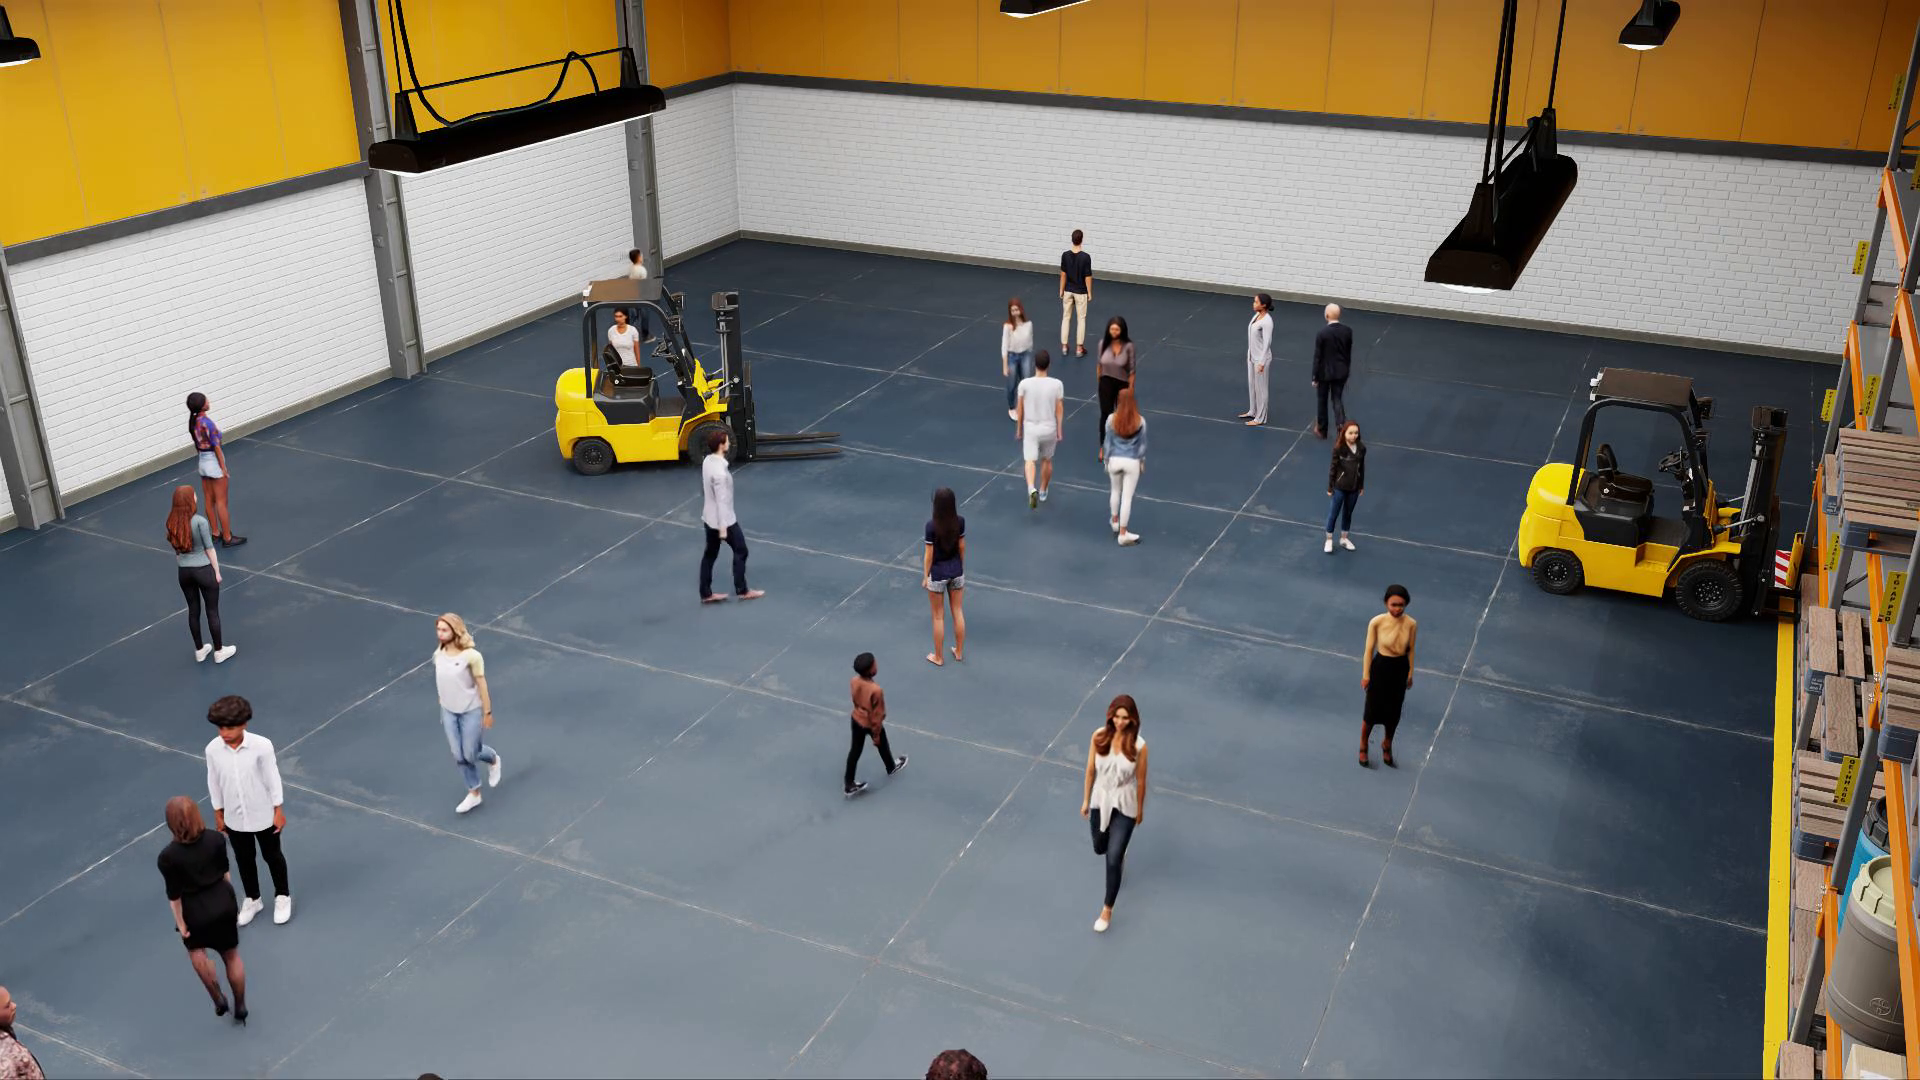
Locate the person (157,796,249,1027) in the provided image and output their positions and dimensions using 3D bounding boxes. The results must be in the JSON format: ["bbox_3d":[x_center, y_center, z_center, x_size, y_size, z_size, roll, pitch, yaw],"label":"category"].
[{"bbox_3d":[-4.812,2.447,10.726,0.681,1.690,0.760,-17,29,-34],"label":"person"}]

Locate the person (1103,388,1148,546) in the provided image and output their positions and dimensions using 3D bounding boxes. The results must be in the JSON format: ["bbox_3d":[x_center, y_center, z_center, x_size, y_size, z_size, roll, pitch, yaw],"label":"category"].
[{"bbox_3d":[1.787,-0.783,18.139,0.663,1.670,0.840,10,25,21],"label":"person"}]

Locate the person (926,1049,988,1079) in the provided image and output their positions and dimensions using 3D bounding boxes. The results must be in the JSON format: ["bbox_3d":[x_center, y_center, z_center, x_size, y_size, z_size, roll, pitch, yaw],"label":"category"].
[{"bbox_3d":[-0.029,3.427,8.392,0.800,1.764,0.924,-2,24,-5],"label":"person"}]

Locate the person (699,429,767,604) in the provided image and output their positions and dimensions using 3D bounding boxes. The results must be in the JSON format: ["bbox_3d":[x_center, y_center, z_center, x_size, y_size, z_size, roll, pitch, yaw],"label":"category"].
[{"bbox_3d":[-2.483,-0.198,16.605,1.050,1.828,0.974,-11,26,-24],"label":"person"}]

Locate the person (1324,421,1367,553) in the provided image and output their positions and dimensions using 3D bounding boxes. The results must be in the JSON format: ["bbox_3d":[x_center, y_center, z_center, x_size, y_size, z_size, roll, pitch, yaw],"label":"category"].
[{"bbox_3d":[4.158,-0.593,17.938,0.636,1.483,0.672,-5,24,-12],"label":"person"}]

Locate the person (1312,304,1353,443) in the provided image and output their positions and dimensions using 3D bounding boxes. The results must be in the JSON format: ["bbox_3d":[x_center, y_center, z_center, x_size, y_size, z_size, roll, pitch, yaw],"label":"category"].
[{"bbox_3d":[4.706,-2.063,20.927,0.993,1.782,1.109,-3,24,-7],"label":"person"}]

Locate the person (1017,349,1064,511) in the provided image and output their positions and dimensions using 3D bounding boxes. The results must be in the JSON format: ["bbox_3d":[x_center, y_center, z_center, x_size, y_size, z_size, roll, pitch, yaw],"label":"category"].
[{"bbox_3d":[0.909,-1.234,18.962,0.940,1.837,1.174,1,24,3],"label":"person"}]

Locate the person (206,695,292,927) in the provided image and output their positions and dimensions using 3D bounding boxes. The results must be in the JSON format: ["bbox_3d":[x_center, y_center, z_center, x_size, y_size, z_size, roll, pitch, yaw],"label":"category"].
[{"bbox_3d":[-5.044,1.907,11.815,0.714,1.807,0.711,-2,24,-4],"label":"person"}]

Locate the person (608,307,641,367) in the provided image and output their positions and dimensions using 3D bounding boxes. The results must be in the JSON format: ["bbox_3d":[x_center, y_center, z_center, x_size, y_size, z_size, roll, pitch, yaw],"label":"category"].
[{"bbox_3d":[-4.317,-2.242,21.509,0.611,1.643,0.587,3,24,8],"label":"person"}]

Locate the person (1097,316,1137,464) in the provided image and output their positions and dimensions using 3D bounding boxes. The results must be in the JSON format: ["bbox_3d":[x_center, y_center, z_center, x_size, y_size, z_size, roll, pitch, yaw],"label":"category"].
[{"bbox_3d":[1.934,-1.899,20.540,0.817,1.792,1.175,6,24,13],"label":"person"}]

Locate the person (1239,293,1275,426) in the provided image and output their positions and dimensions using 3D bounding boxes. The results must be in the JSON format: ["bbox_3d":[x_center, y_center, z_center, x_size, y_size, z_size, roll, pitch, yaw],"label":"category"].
[{"bbox_3d":[3.910,-2.377,21.702,0.776,1.736,0.676,-5,24,-10],"label":"person"}]

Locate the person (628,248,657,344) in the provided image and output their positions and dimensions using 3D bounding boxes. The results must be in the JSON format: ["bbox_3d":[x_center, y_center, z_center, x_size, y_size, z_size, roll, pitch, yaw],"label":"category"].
[{"bbox_3d":[-4.864,-3.625,24.910,0.647,1.453,0.863,16,28,32],"label":"person"}]

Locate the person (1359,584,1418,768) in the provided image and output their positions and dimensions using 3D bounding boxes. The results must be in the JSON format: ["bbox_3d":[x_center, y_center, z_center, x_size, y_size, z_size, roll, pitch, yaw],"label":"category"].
[{"bbox_3d":[3.547,1.129,13.784,0.667,1.654,0.680,-1,24,-2],"label":"person"}]

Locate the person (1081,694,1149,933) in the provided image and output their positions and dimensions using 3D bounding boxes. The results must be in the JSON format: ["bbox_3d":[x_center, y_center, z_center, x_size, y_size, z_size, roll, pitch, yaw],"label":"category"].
[{"bbox_3d":[1.118,1.880,11.932,0.578,1.763,0.999,10,26,22],"label":"person"}]

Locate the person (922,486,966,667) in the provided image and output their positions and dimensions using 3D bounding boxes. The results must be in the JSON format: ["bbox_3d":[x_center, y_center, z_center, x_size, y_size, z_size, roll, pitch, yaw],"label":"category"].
[{"bbox_3d":[-0.136,0.332,15.467,0.645,1.766,0.721,-11,26,-23],"label":"person"}]

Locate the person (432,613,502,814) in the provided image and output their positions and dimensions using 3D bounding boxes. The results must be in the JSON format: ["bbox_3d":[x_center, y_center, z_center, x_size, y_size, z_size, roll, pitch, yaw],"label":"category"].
[{"bbox_3d":[-3.899,1.337,13.239,0.648,1.710,0.778,9,25,19],"label":"person"}]

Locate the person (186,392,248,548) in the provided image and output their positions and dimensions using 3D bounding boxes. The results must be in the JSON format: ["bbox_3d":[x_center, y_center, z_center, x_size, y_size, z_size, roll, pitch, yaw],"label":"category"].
[{"bbox_3d":[-8.123,-0.779,18.040,0.624,1.741,0.574,16,28,33],"label":"person"}]

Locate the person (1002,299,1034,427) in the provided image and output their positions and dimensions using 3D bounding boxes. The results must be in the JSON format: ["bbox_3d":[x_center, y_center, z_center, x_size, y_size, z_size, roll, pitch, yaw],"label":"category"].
[{"bbox_3d":[0.746,-2.350,21.692,0.872,1.695,0.982,-7,25,-16],"label":"person"}]

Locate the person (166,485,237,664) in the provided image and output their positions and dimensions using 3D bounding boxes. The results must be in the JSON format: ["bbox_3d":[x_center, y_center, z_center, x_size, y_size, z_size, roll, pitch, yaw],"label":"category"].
[{"bbox_3d":[-7.121,0.319,15.530,0.615,1.740,0.602,4,24,10],"label":"person"}]

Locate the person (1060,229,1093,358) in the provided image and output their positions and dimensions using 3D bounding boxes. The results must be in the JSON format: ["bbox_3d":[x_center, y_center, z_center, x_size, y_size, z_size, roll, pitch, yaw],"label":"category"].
[{"bbox_3d":[1.698,-3.630,24.424,0.641,1.851,0.552,10,25,21],"label":"person"}]

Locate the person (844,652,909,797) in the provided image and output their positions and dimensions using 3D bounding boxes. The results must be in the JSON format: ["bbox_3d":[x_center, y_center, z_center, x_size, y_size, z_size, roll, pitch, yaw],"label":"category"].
[{"bbox_3d":[-0.803,1.509,13.458,0.714,1.219,0.949,21,31,39],"label":"person"}]
